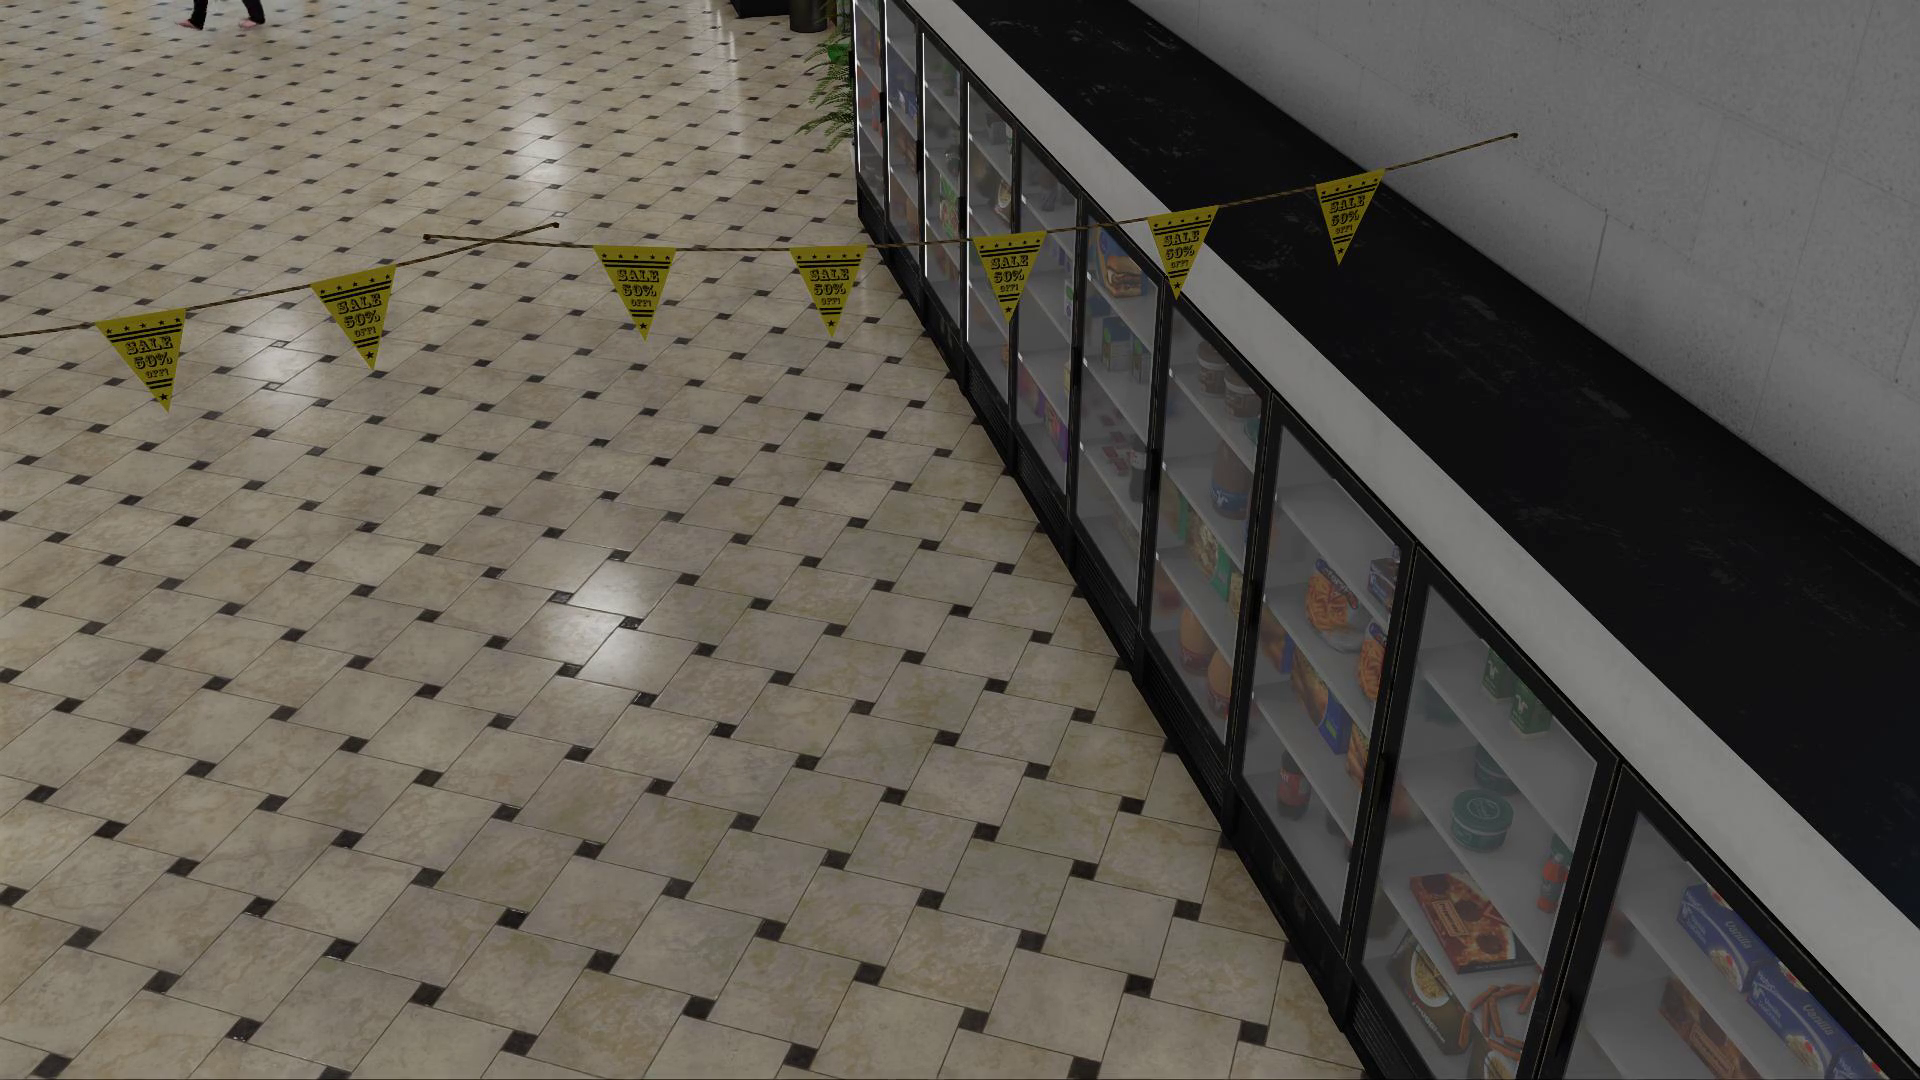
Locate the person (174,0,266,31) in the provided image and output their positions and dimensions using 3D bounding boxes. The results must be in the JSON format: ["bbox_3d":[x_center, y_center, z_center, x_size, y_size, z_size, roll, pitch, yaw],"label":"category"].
[{"bbox_3d":[-7.353,-6.018,16.583,1.027,1.836,1.185,26,40,35],"label":"person"}]
